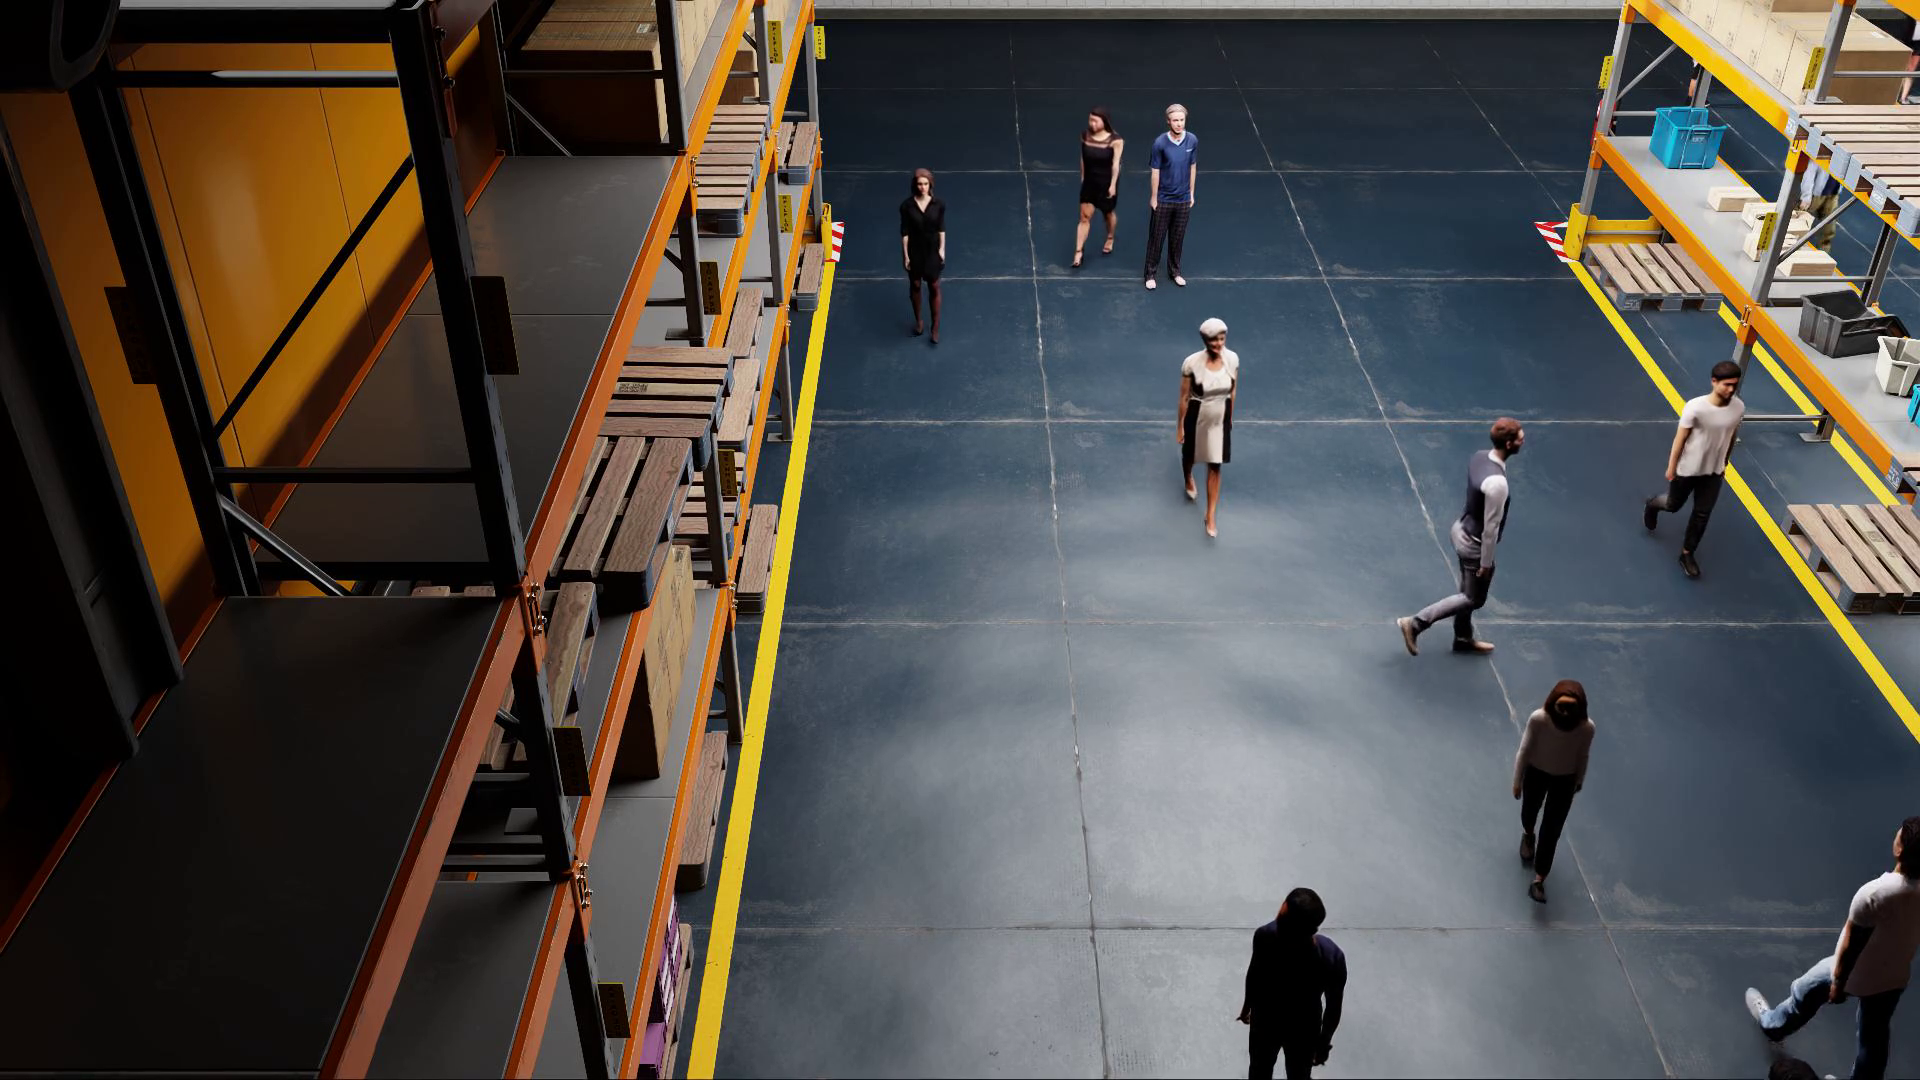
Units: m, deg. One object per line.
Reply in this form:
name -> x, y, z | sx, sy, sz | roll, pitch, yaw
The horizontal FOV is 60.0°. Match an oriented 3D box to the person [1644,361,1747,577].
person -> 5.529, -0.609, 12.513 | 0.664, 1.701, 0.990 | -2, 34, -3

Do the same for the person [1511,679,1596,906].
person -> 3.457, 1.356, 9.786 | 0.747, 1.448, 1.017 | 9, 35, 14

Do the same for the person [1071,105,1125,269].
person -> 1.485, -3.652, 17.126 | 0.961, 1.663, 1.145 | 17, 37, 24

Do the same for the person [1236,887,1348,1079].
person -> 1.588, 2.319, 8.030 | 0.708, 1.789, 0.736 | 23, 40, 30

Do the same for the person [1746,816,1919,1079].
person -> 4.532, 2.187, 8.203 | 0.735, 1.816, 1.075 | -2, 34, -3

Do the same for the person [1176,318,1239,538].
person -> 1.896, -0.949, 13.022 | 0.734, 1.705, 1.133 | -4, 34, -6

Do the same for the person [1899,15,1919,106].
person -> 12.266, -6.455, 21.464 | 0.654, 1.529, 1.067 | 6, 34, 8

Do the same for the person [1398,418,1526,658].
person -> 3.461, 0.011, 11.388 | 0.738, 1.916, 0.907 | 3, 34, 5

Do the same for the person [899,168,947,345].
person -> -0.364, -2.732, 15.711 | 0.648, 1.697, 0.779 | -5, 34, -8

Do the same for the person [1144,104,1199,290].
person -> 2.105, -3.437, 16.614 | 0.716, 1.872, 0.646 | -9, 35, -13
